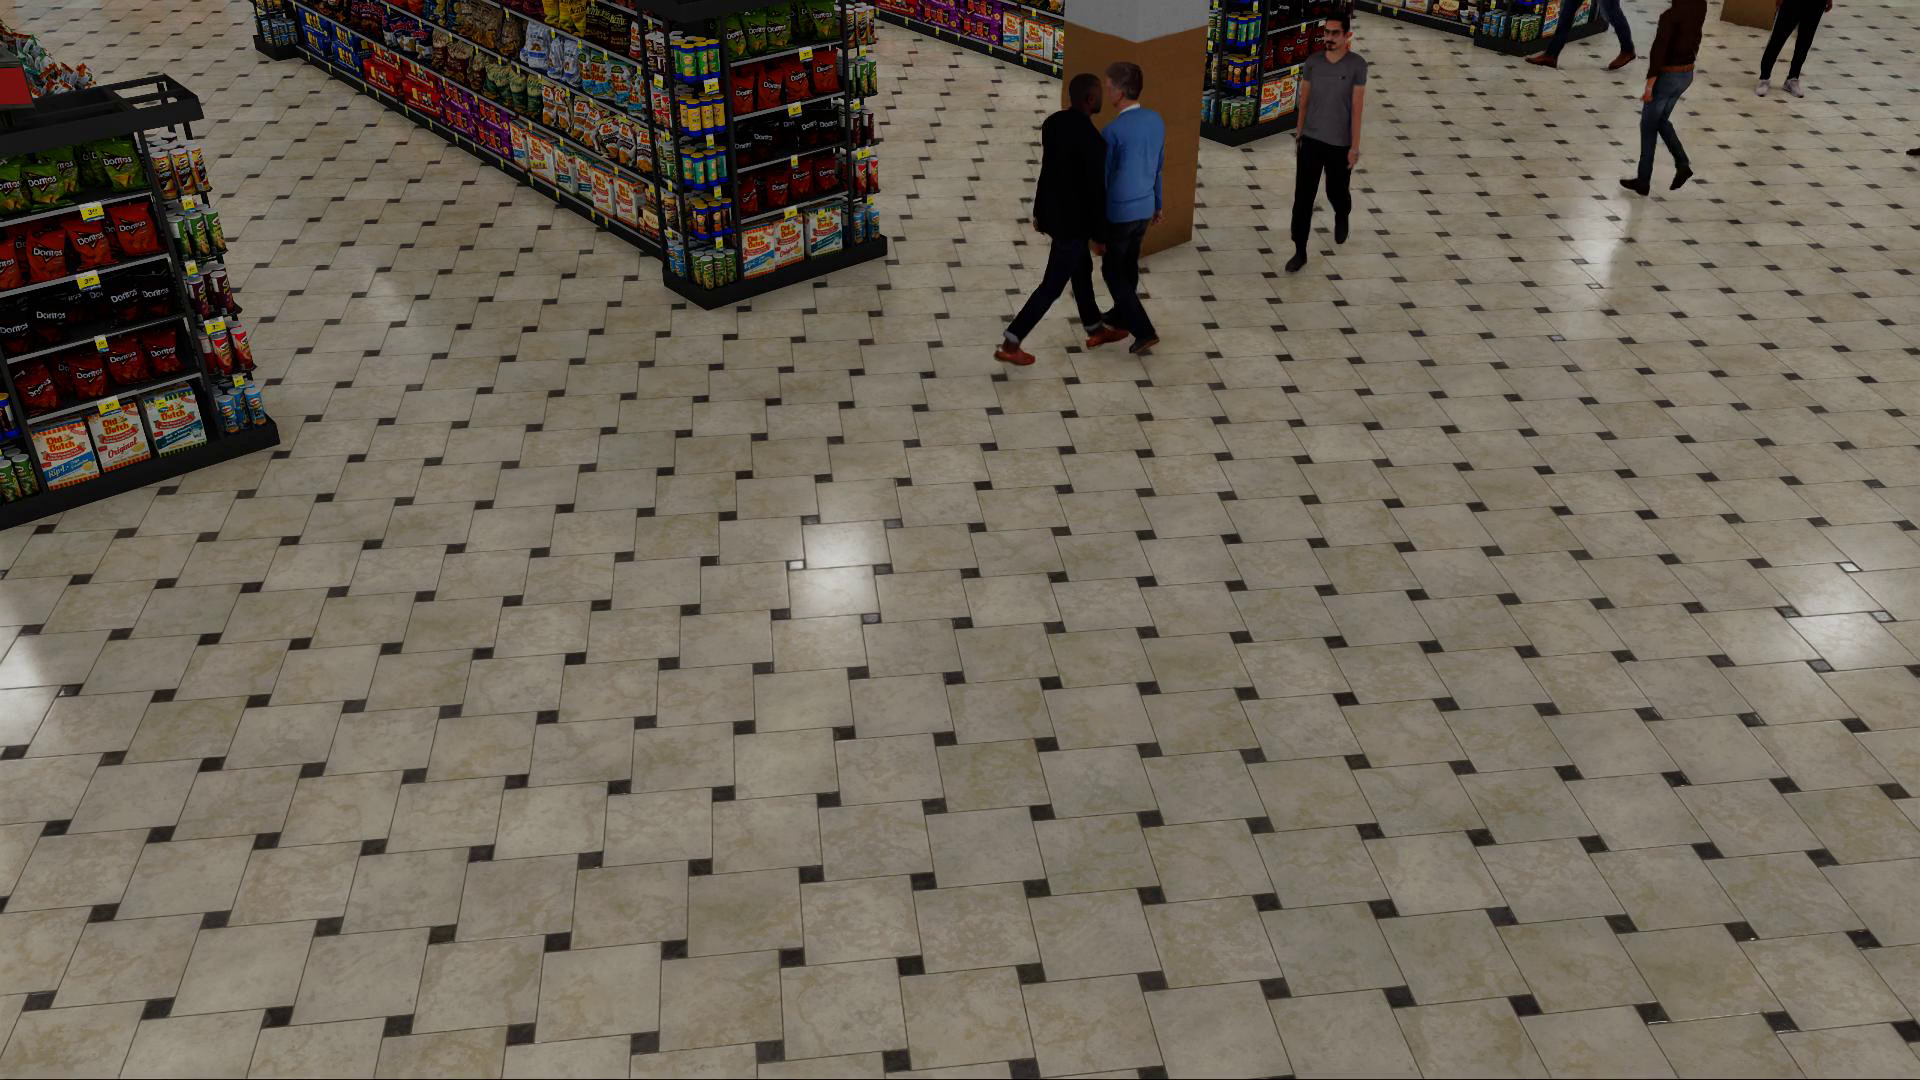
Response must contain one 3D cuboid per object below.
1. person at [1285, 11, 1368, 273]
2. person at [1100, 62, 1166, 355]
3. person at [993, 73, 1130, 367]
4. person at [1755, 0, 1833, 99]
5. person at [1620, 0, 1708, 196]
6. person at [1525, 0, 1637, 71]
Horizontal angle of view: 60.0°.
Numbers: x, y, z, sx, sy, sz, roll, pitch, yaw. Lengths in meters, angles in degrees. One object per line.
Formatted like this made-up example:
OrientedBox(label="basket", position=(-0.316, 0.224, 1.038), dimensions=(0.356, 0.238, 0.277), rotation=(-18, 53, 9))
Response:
OrientedBox(label="person", position=(2.534, -2.726, 11.360), dimensions=(1.007, 1.733, 0.934), rotation=(14, 35, 22))
OrientedBox(label="person", position=(1.049, -1.976, 10.102), dimensions=(0.713, 1.788, 0.975), rotation=(-20, 37, -29))
OrientedBox(label="person", position=(0.551, -1.841, 9.903), dimensions=(1.009, 1.769, 1.227), rotation=(-12, 34, -19))
OrientedBox(label="person", position=(7.491, -4.877, 14.728), dimensions=(0.716, 1.827, 0.785), rotation=(4, 32, 6))
OrientedBox(label="person", position=(5.375, -3.408, 12.424), dimensions=(0.727, 1.767, 0.839), rotation=(-18, 36, -27))
OrientedBox(label="person", position=(5.964, -5.212, 15.311), dimensions=(1.251, 1.778, 1.284), rotation=(-3, 32, -5))
